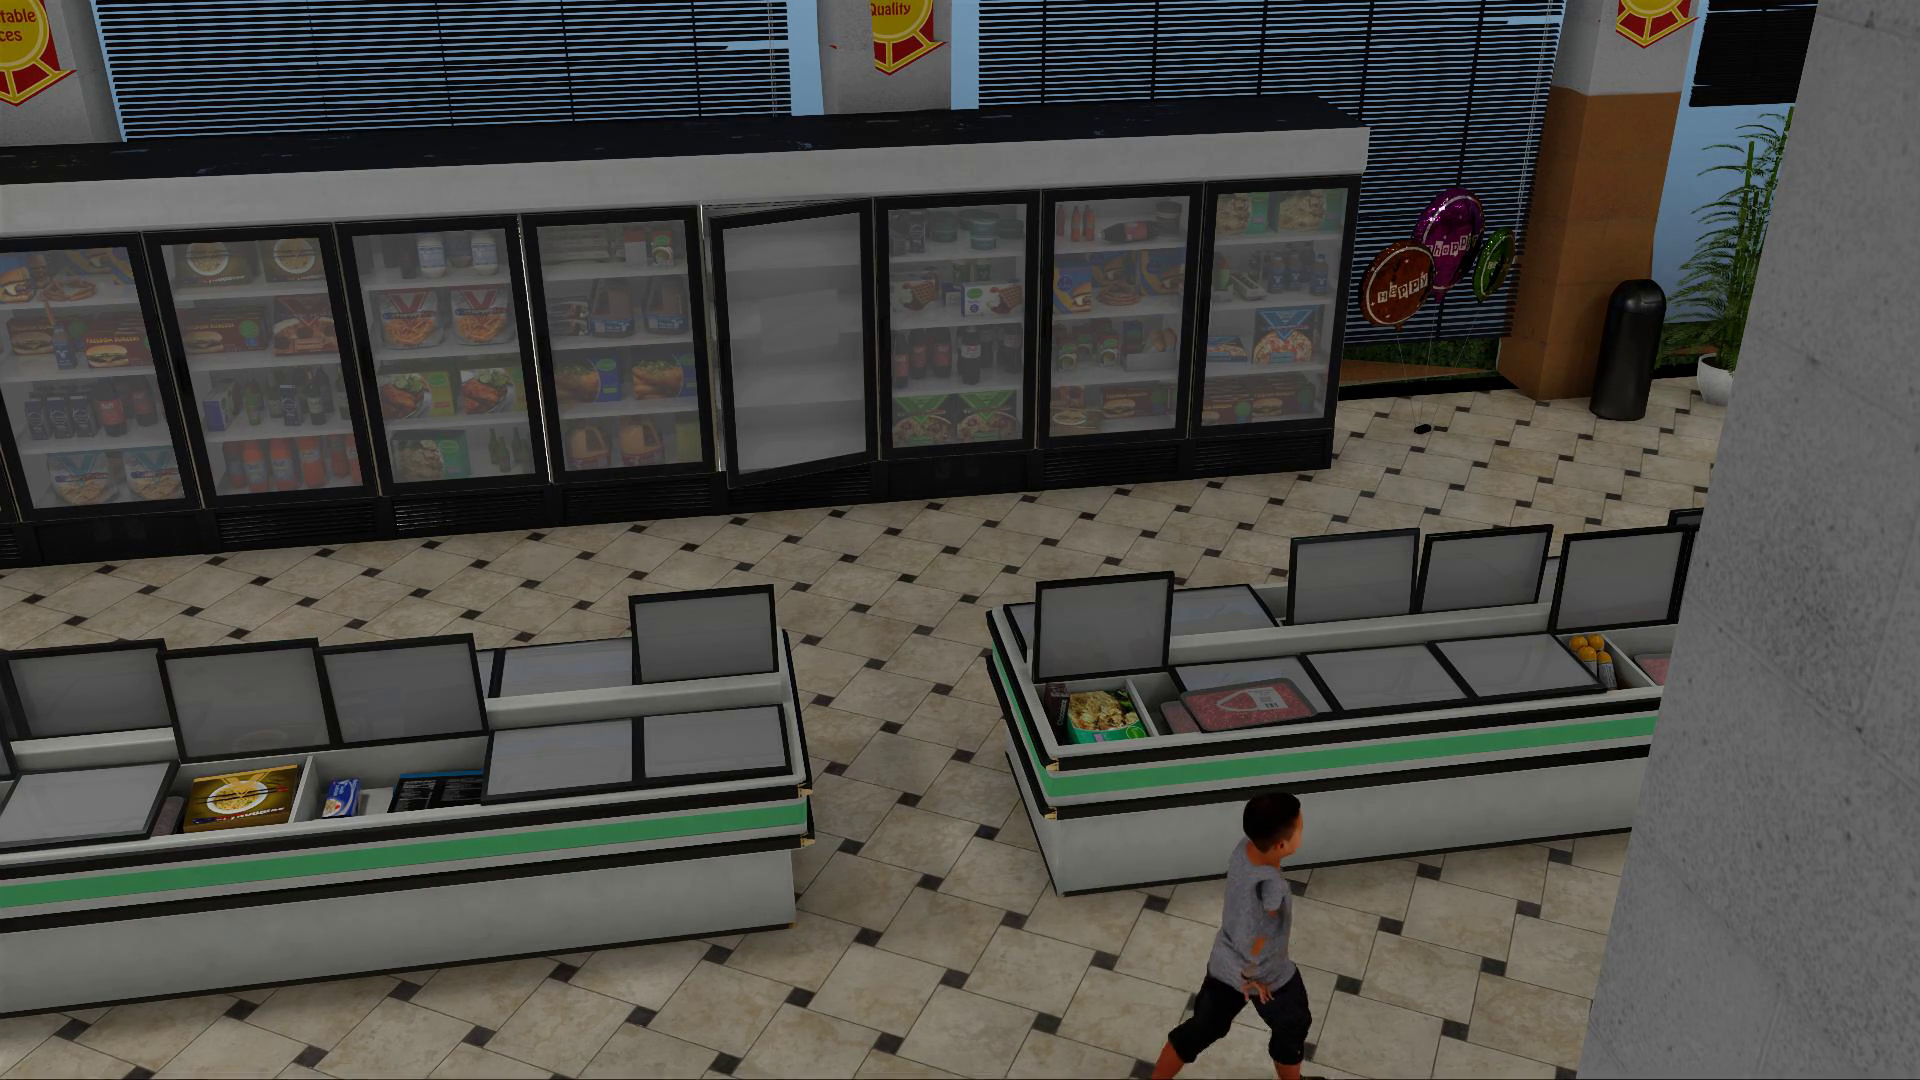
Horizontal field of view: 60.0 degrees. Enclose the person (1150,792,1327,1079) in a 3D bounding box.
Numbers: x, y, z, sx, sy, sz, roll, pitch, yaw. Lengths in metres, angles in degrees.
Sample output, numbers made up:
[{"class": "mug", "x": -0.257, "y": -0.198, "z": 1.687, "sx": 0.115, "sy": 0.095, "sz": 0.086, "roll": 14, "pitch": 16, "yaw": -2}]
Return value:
[{"class": "person", "x": 0.957, "y": 1.452, "z": 5.820, "sx": 1.059, "sy": 1.426, "sz": 0.708, "roll": -11, "pitch": 29, "yaw": -21}]
